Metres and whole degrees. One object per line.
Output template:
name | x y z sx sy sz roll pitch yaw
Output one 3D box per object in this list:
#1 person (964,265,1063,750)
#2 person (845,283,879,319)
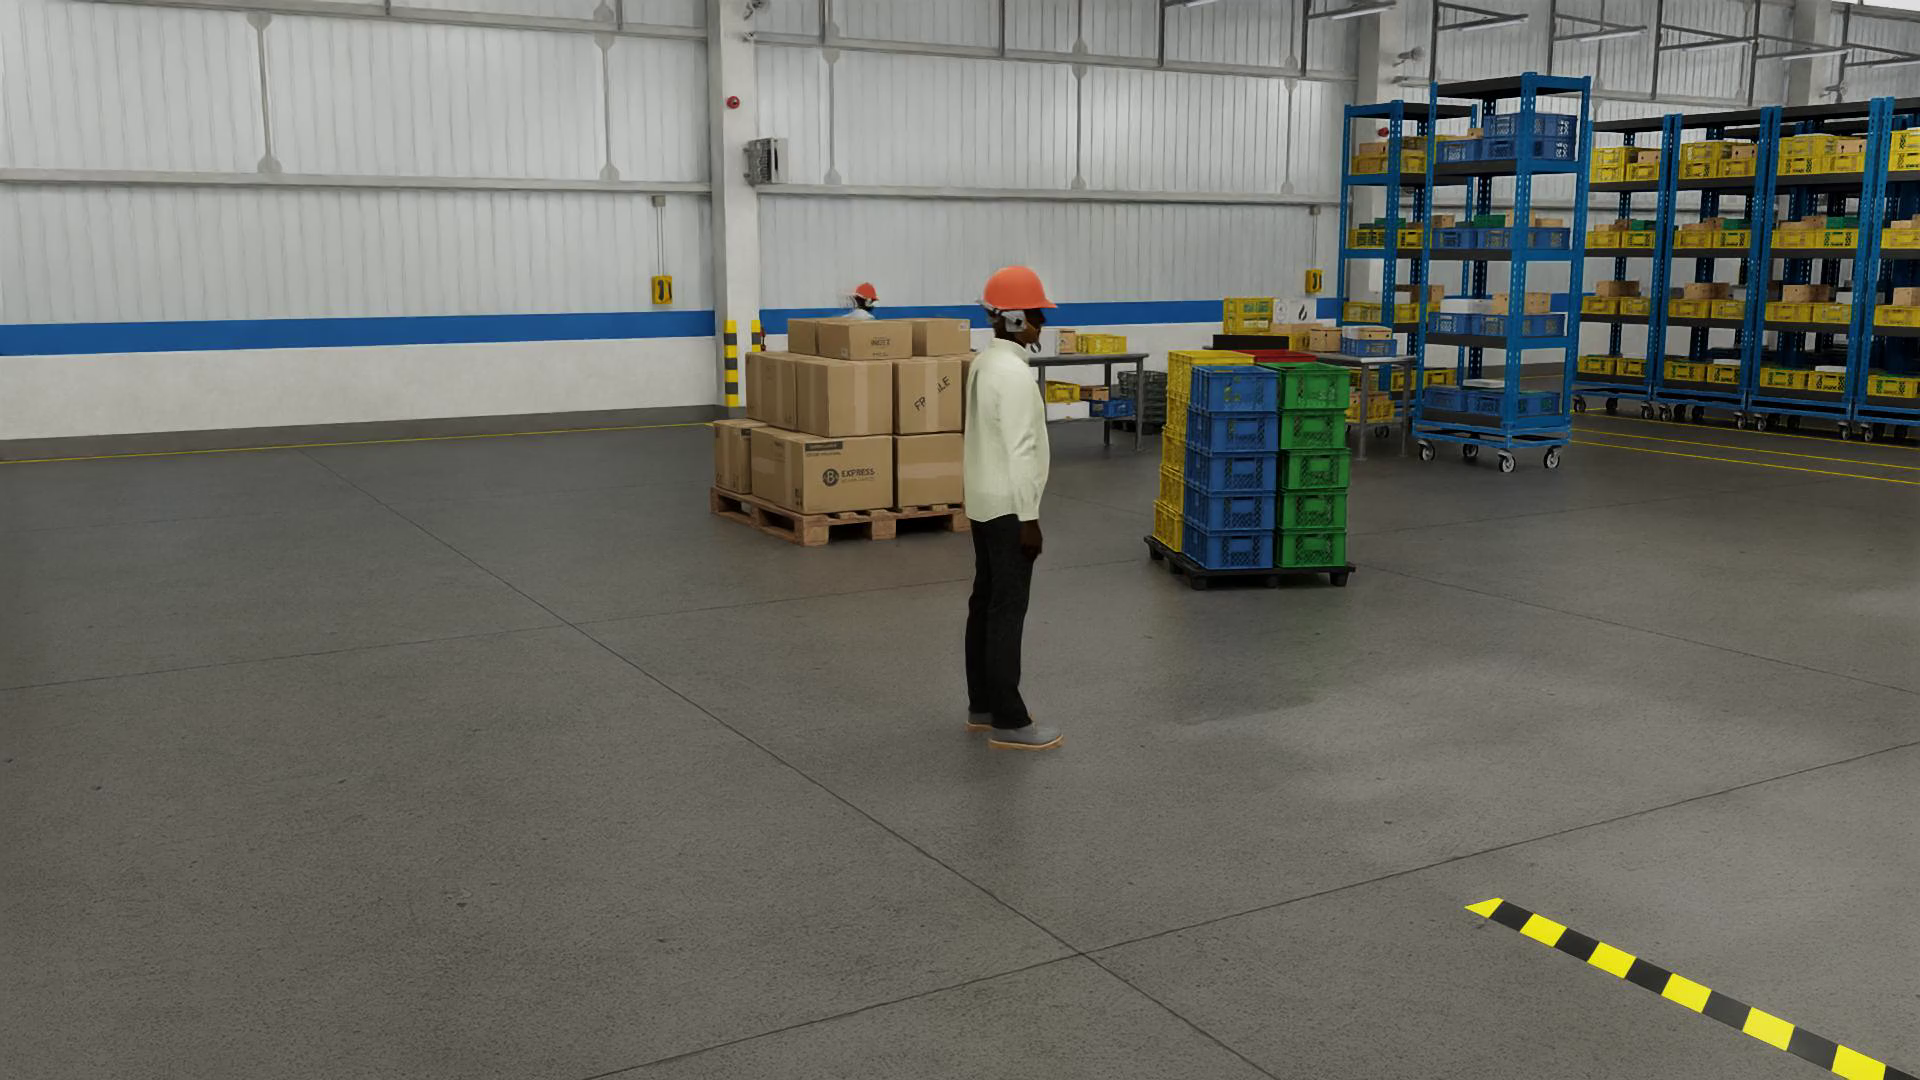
person | 0.206 -0.133 6.927 0.383 1.996 0.609 -3 10 -15
person | -1.106 -1.830 17.391 0.912 1.703 0.575 -9 13 -42
